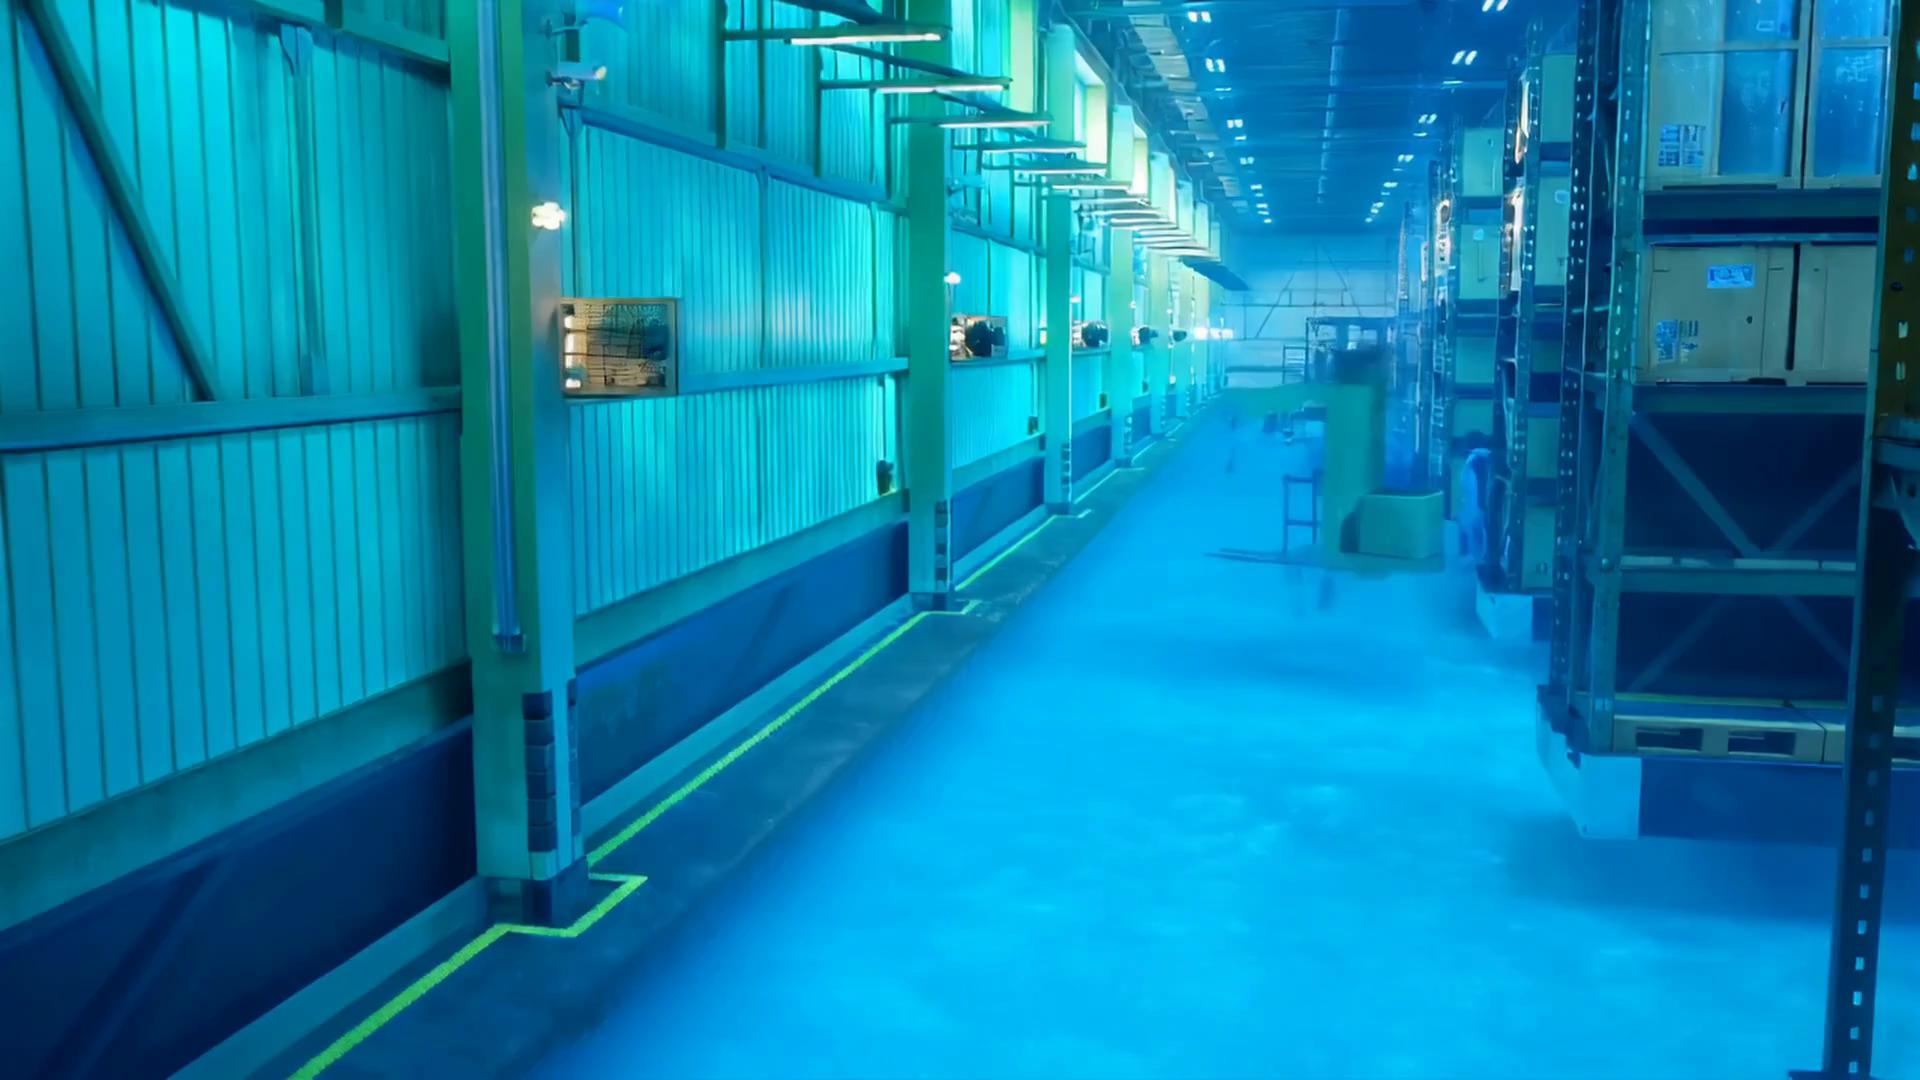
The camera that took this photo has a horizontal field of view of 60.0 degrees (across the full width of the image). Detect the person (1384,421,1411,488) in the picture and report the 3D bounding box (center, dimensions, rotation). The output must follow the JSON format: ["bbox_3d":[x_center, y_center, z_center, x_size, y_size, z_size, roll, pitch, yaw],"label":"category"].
[{"bbox_3d":[6.130,-0.805,23.880,0.681,1.865,0.938,2,7,17],"label":"person"}]

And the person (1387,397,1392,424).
[{"bbox_3d":[9.802,-2.699,38.732,0.414,1.937,0.623,-2,8,-19],"label":"person"}]

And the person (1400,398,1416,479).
[{"bbox_3d":[9.461,-2.147,35.155,0.384,1.726,0.501,4,8,27],"label":"person"}]

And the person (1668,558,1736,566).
[{"bbox_3d":[6.384,0.444,14.309,0.567,1.750,0.341,7,10,44],"label":"person"}]

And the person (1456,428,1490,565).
[{"bbox_3d":[6.796,-0.572,22.154,0.520,1.826,0.639,2,7,13],"label":"person"}]

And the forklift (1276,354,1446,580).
[{"bbox_3d":[5.165,-0.977,21.209,1.873,2.768,1.129,5,8,33],"label":"forklift"}]
